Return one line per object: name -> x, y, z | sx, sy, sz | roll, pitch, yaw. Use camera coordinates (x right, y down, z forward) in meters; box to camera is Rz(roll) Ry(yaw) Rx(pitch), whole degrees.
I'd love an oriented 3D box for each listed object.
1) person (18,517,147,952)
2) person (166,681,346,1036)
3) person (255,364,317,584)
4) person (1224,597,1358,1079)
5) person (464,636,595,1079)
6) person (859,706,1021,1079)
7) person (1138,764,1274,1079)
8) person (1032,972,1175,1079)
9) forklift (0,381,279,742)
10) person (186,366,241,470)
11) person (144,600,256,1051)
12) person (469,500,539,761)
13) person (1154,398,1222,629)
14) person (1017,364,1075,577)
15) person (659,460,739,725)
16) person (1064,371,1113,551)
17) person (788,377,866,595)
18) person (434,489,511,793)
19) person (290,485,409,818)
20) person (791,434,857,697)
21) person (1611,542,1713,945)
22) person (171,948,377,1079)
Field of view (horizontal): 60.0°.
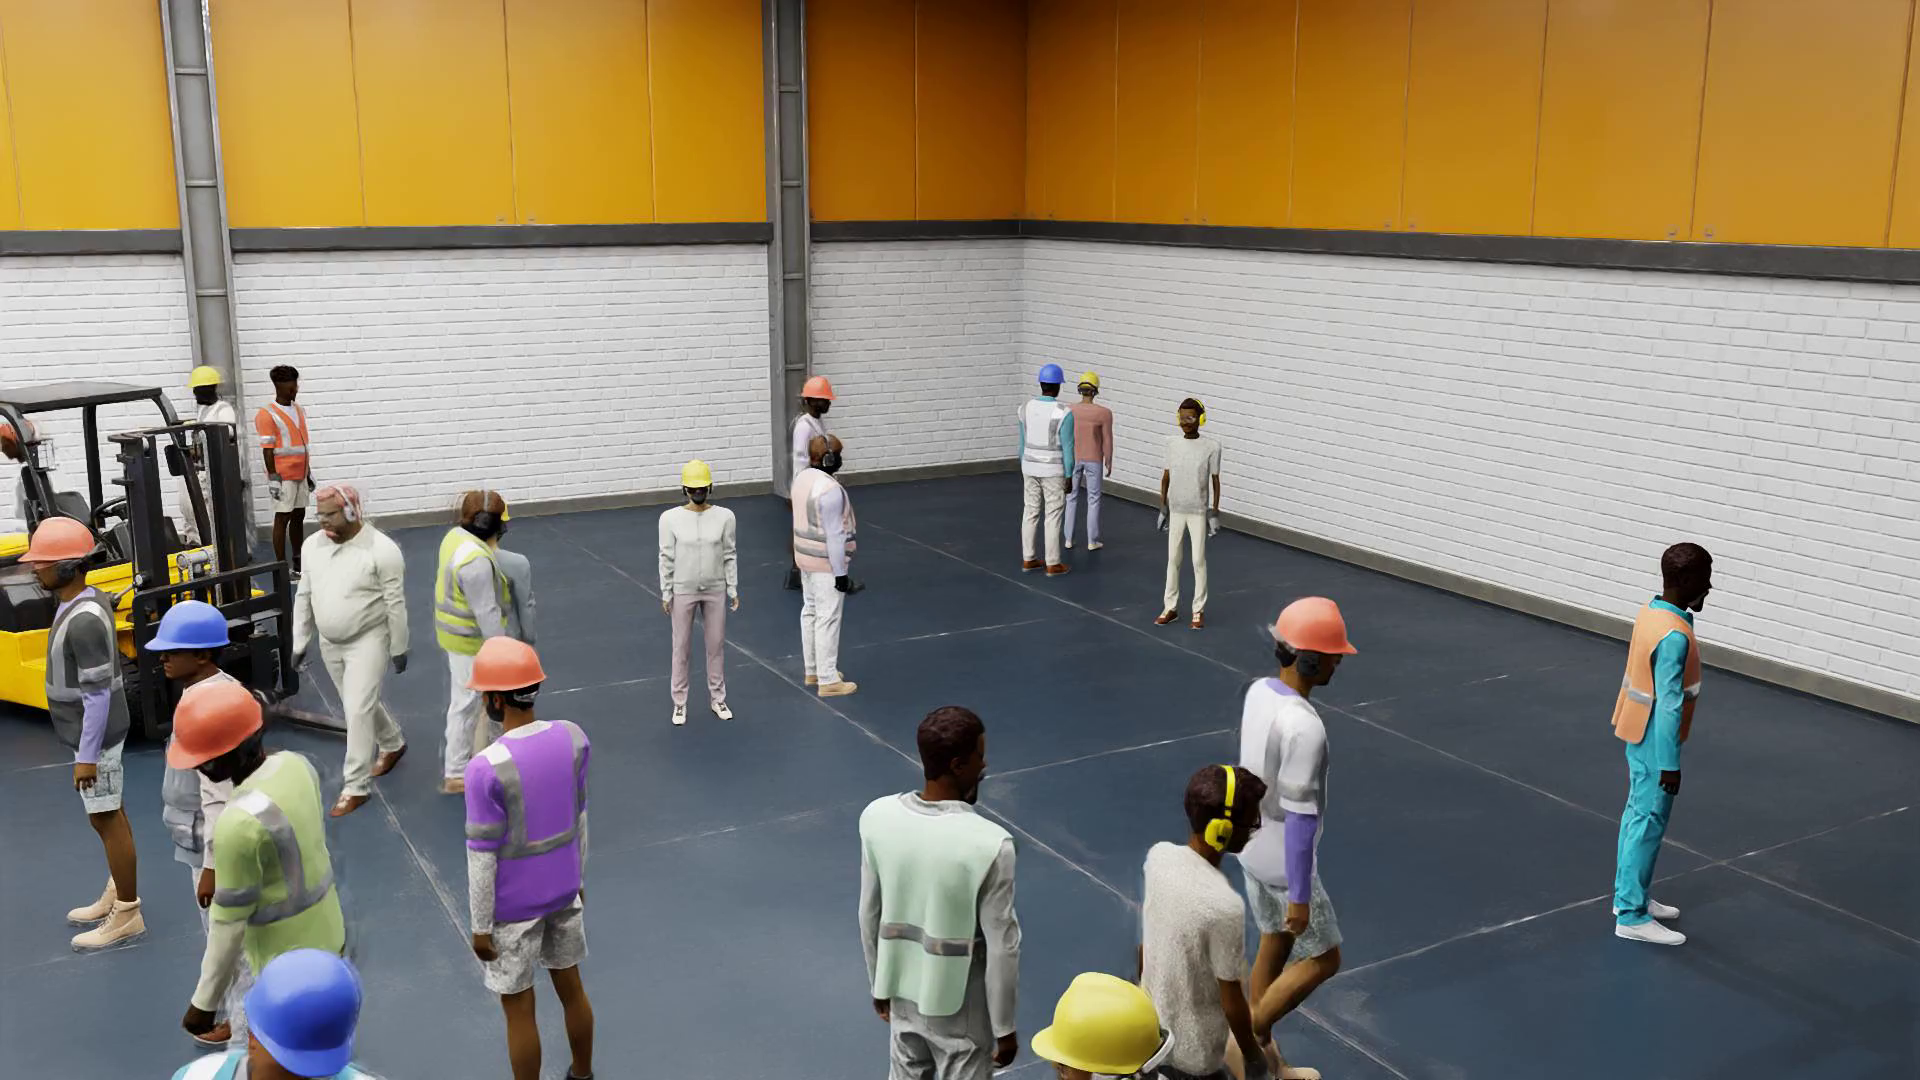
person -> -4.075, 0.897, 7.747 | 0.379, 2.045, 0.605 | -6, 14, -27
person -> -2.339, 1.397, 5.583 | 0.926, 1.969, 0.632 | -1, 12, -7
person -> -6.025, -0.601, 14.951 | 0.367, 1.966, 0.605 | 2, 12, 11
person -> 1.252, 1.202, 6.371 | 0.468, 2.022, 0.639 | -2, 12, -11
person -> -1.610, 1.296, 6.157 | 0.386, 1.929, 0.547 | 8, 15, 34
person -> -0.071, 1.472, 5.365 | 0.590, 1.913, 0.394 | 9, 15, 35
person -> 0.711, 1.558, 5.140 | 0.441, 1.835, 0.528 | -5, 13, -22
person -> 0.330, 1.845, 3.810 | 0.404, 1.829, 0.600 | 2, 12, 11
forklift -> -5.853, 0.085, 11.199 | 2.313, 2.155, 1.214 | 7, 14, 28
person -> -6.869, -0.652, 15.343 | 0.529, 1.908, 0.602 | -9, 15, -37
person -> -2.954, 1.186, 6.614 | 0.382, 1.949, 0.614 | -4, 13, -20
person -> -2.731, 0.602, 9.792 | 0.533, 1.765, 0.331 | 2, 12, 8
person -> 1.835, -0.216, 13.372 | 0.518, 1.874, 0.330 | 6, 13, 26
person -> 0.797, -0.640, 15.215 | 0.602, 1.939, 0.422 | 9, 15, 37
person -> -1.721, 0.342, 11.005 | 0.524, 1.769, 0.315 | -4, 13, -19
person -> 1.234, -0.769, 16.245 | 0.532, 1.756, 0.344 | 4, 13, 16
person -> -1.150, -0.465, 14.466 | 0.848, 1.904, 0.543 | 1, 12, 5
person -> -2.738, 0.591, 9.723 | 0.705, 1.812, 0.659 | -5, 13, -22
person -> -3.517, 0.579, 9.698 | 0.642, 1.867, 0.909 | 4, 13, 20
person -> -0.946, 0.170, 11.667 | 0.429, 1.838, 0.628 | -6, 13, -26
person -> 3.286, 0.945, 7.849 | 0.397, 1.911, 0.587 | 3, 12, 15
person -> -1.550, 1.804, 3.840 | 0.650, 1.898, 0.579 | 2, 12, 11
